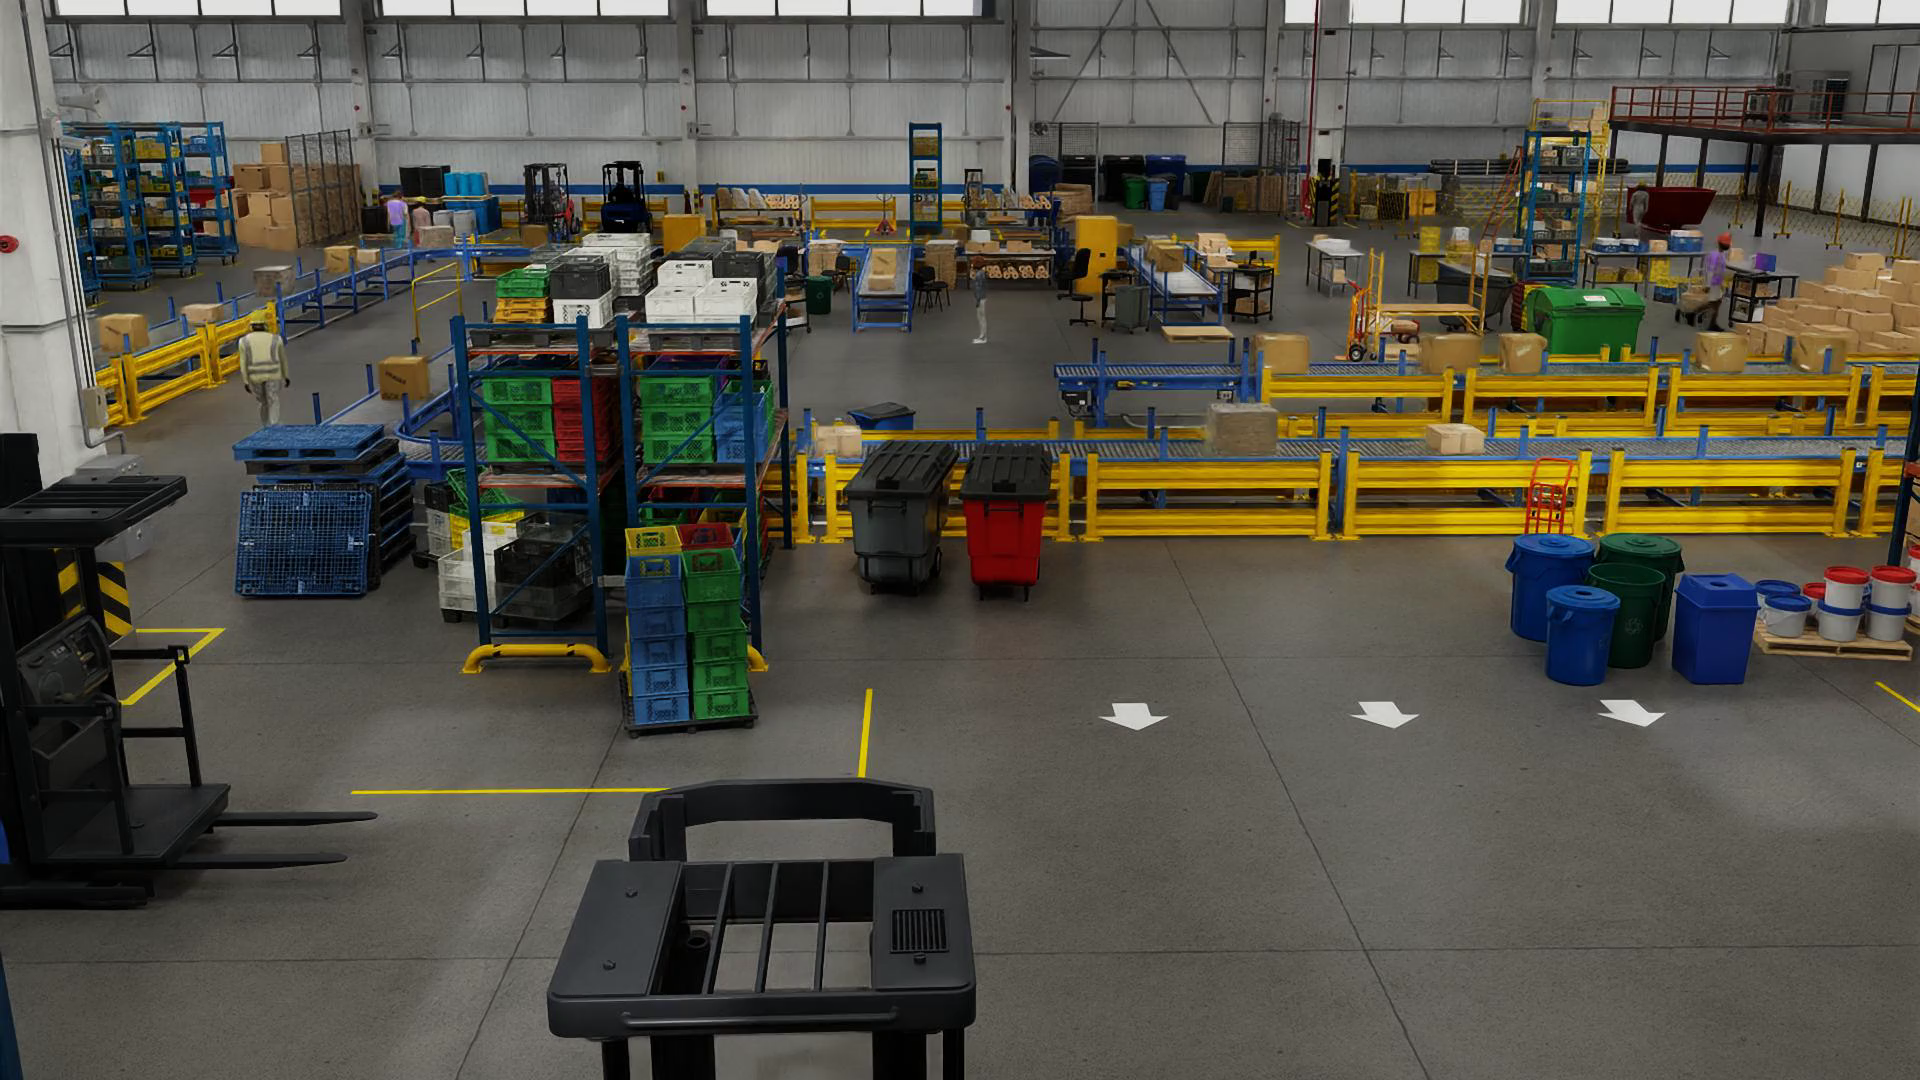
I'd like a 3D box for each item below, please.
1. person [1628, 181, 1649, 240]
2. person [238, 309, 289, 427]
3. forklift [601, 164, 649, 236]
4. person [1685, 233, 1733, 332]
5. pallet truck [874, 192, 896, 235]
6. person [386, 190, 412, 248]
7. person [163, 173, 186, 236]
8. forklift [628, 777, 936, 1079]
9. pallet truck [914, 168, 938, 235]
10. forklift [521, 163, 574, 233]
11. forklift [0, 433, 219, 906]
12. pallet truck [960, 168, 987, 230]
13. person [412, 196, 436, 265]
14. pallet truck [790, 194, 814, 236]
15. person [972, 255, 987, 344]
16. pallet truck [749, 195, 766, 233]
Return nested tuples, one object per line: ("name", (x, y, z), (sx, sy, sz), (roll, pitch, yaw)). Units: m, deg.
("person", (19.887, -9.653, 48.739), (0.491, 1.695, 0.884), (0, 16, -1))
("person", (-9.546, -2.258, 22.846), (0.595, 1.809, 0.822), (-5, 17, -18))
("forklift", (-9.948, -10.127, 49.296), (1.157, 1.987, 2.680), (-1, 16, -3))
("person", (14.500, -4.972, 32.084), (0.630, 1.912, 0.575), (13, 20, 38))
("pallet truck", (-2.277, -9.986, 50.594), (0.653, 1.274, 1.630), (0, 16, -1))
("person", (-14.744, -8.311, 43.833), (0.607, 1.824, 0.628), (3, 16, 9))
("person", (-22.790, -9.675, 48.320), (0.649, 1.986, 0.509), (-1, 16, -3))
("forklift", (-0.542, 2.165, 5.552), (1.129, 2.768, 1.873), (-1, 16, -2))
("pallet truck", (-0.989, -10.316, 50.507), (0.823, 1.965, 1.885), (1, 16, 3))
("forklift", (-12.233, -10.122, 49.298), (1.157, 1.987, 2.680), (0, 16, -1))
("forklift", (-5.952, 0.780, 10.366), (1.873, 2.768, 1.129), (0, 16, -1))
("pallet truck", (0.383, -10.230, 50.206), (0.823, 1.965, 1.885), (-1, 16, -3))
("person", (-13.894, -7.978, 42.846), (0.532, 1.737, 0.799), (4, 17, 15))
("pallet truck", (-4.814, -9.883, 50.259), (0.704, 1.261, 1.522), (-1, 16, -3))
("person", (0.355, -4.449, 30.784), (0.287, 1.626, 0.497), (0, 16, 1))
("pallet truck", (-6.051, -9.967, 50.660), (0.680, 1.201, 1.601), (0, 16, -1))
